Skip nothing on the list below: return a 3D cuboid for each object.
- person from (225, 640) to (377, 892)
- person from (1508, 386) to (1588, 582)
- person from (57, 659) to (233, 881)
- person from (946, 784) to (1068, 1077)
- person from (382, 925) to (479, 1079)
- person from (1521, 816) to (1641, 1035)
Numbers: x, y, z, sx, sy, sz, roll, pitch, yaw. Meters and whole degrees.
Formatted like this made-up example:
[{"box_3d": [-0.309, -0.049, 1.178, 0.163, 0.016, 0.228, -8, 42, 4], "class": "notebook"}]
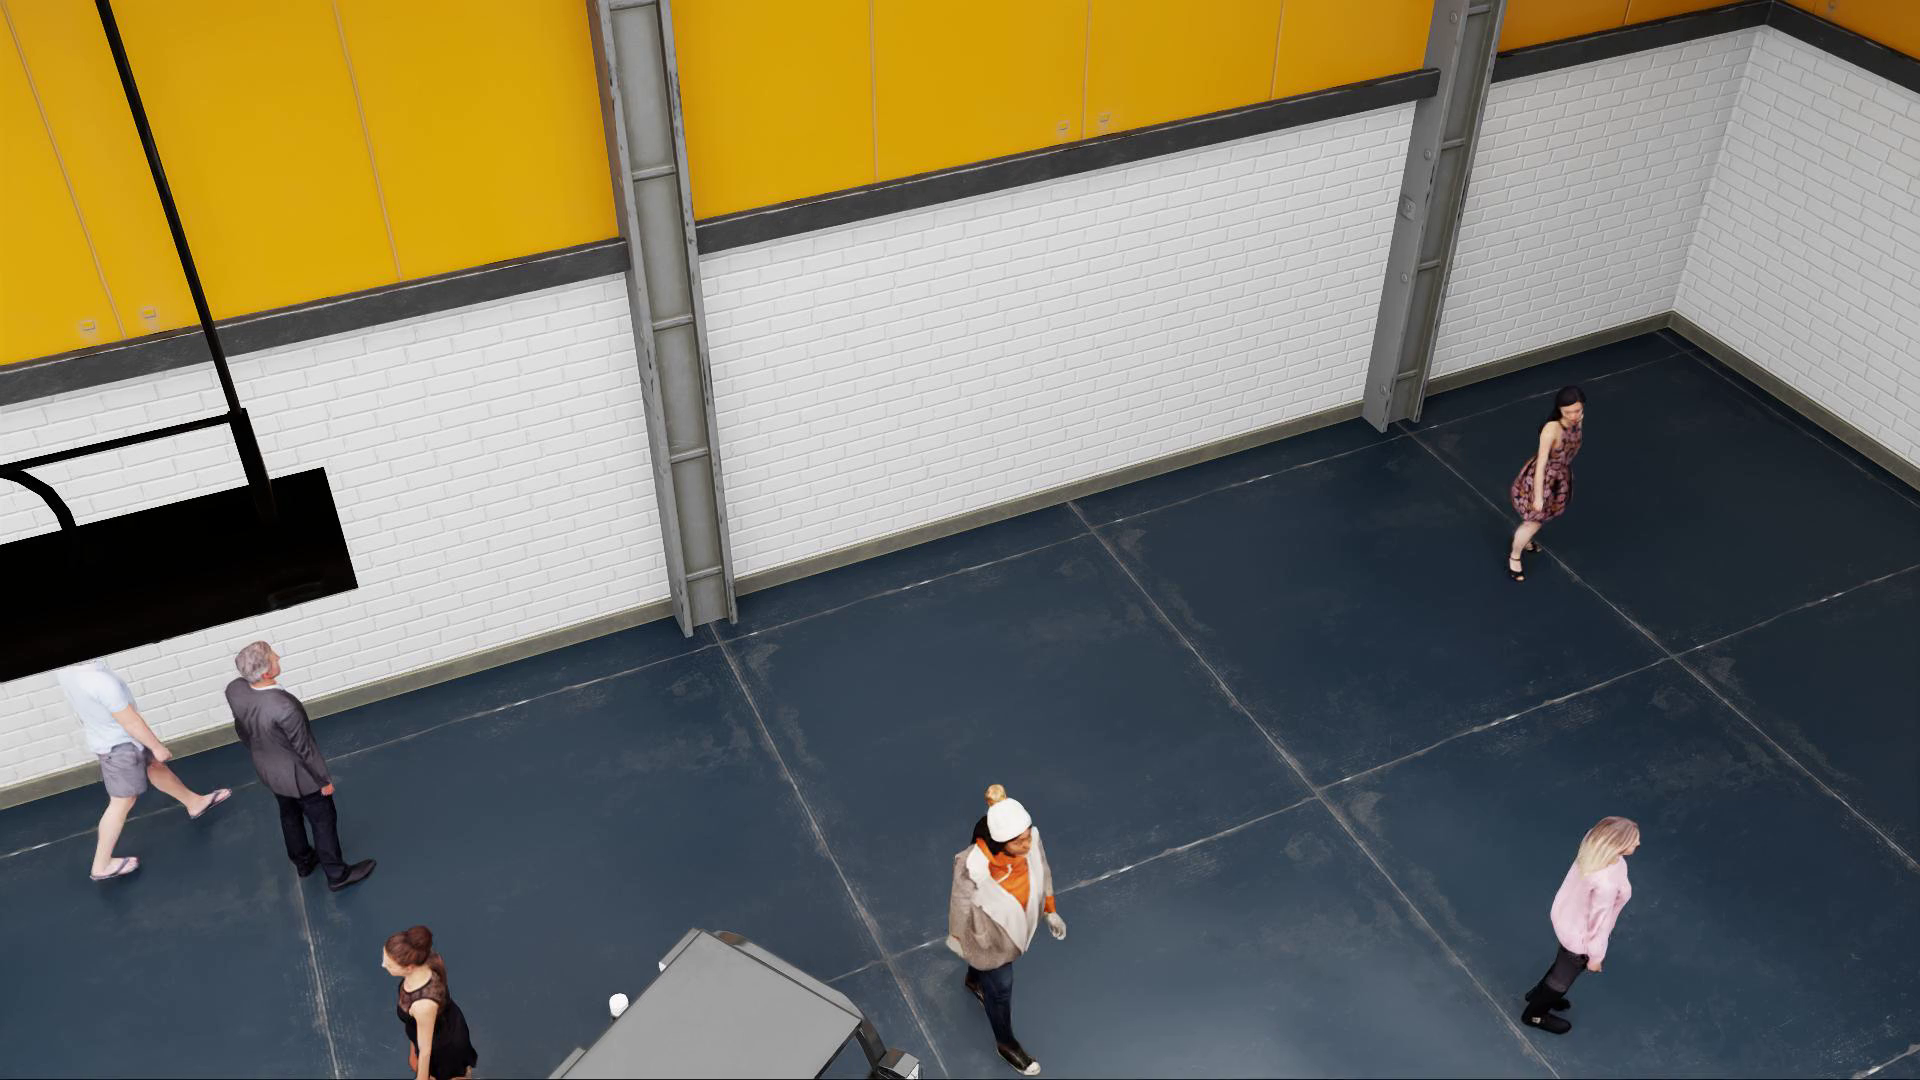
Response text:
[{"box_3d": [-3.845, 1.292, 9.571, 0.808, 1.839, 0.823, 19, 42, 22], "class": "person"}, {"box_3d": [4.133, -0.415, 11.785, 0.876, 1.742, 0.721, 23, 44, 27], "class": "person"}, {"box_3d": [-4.981, 1.236, 9.679, 0.976, 1.791, 1.264, 30, 47, 32], "class": "person"}, {"box_3d": [0.123, 1.921, 8.765, 0.971, 1.861, 1.022, 29, 47, 32], "class": "person"}, {"box_3d": [-2.498, 2.456, 8.250, 0.628, 1.669, 0.626, -11, 40, -13], "class": "person"}, {"box_3d": [3.187, 2.021, 8.789, 0.759, 1.675, 0.724, 7, 39, 8], "class": "person"}]
